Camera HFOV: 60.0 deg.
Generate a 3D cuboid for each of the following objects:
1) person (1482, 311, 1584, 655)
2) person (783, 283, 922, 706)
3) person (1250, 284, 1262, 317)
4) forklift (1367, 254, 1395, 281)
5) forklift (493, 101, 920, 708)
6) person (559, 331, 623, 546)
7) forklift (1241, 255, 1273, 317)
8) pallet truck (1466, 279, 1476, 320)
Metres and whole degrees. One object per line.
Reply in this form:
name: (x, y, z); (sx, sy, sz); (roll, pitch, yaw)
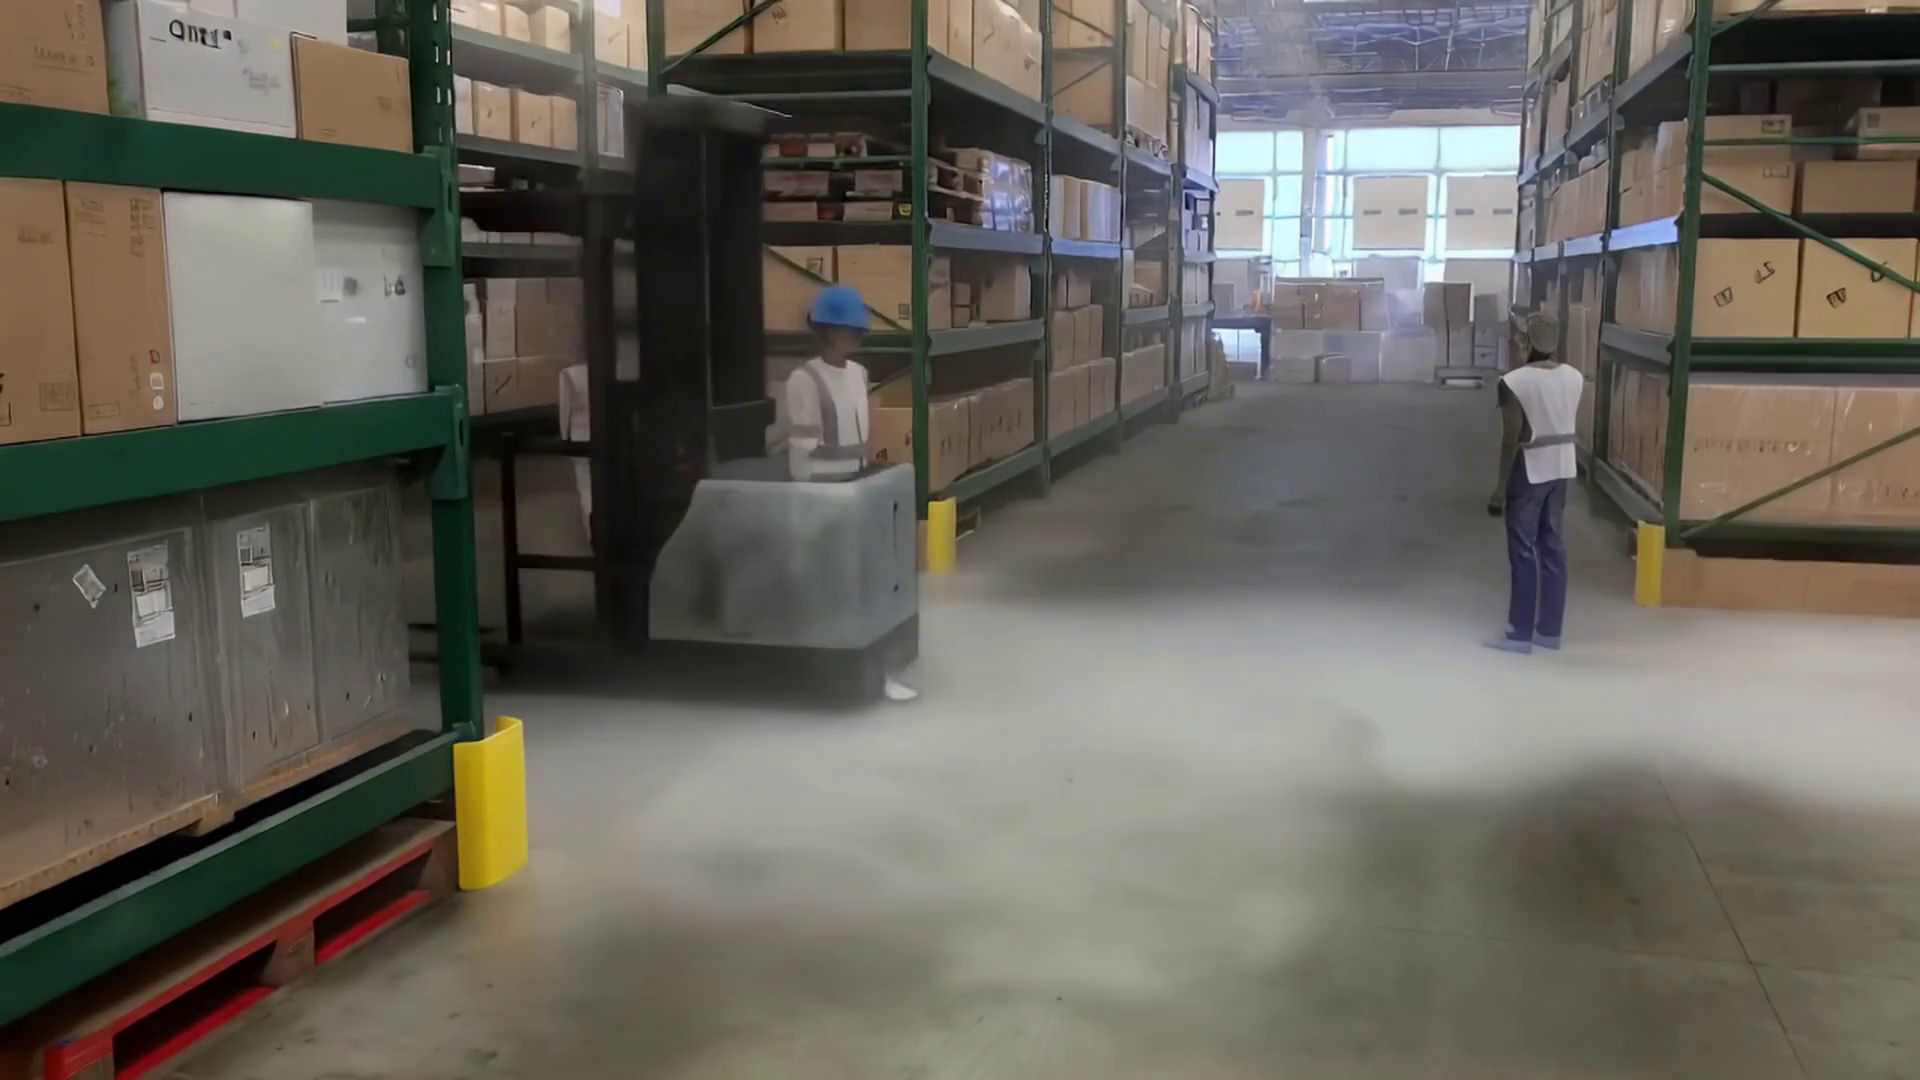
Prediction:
person: (3.100, -0.302, 8.960); (0.563, 1.847, 0.388); (-5, 10, -29)
person: (-0.676, -0.221, 7.968); (0.983, 2.012, 0.621); (5, 10, 29)
person: (9.901, -7.641, 55.633); (0.992, 1.830, 0.592); (-2, 9, -15)
forklift: (14.333, -8.337, 56.737); (1.129, 2.768, 1.873); (-2, 9, -13)
forklift: (-1.223, -0.694, 8.183); (1.873, 2.768, 1.129); (2, 9, 15)
person: (-2.770, -0.769, 12.615); (0.551, 1.619, 0.392); (1, 9, 5)
forklift: (10.551, -8.662, 58.805); (1.129, 2.768, 1.873); (2, 9, 15)
pallet truck: (18.896, -8.459, 60.307); (1.885, 1.965, 0.823); (5, 10, 31)
